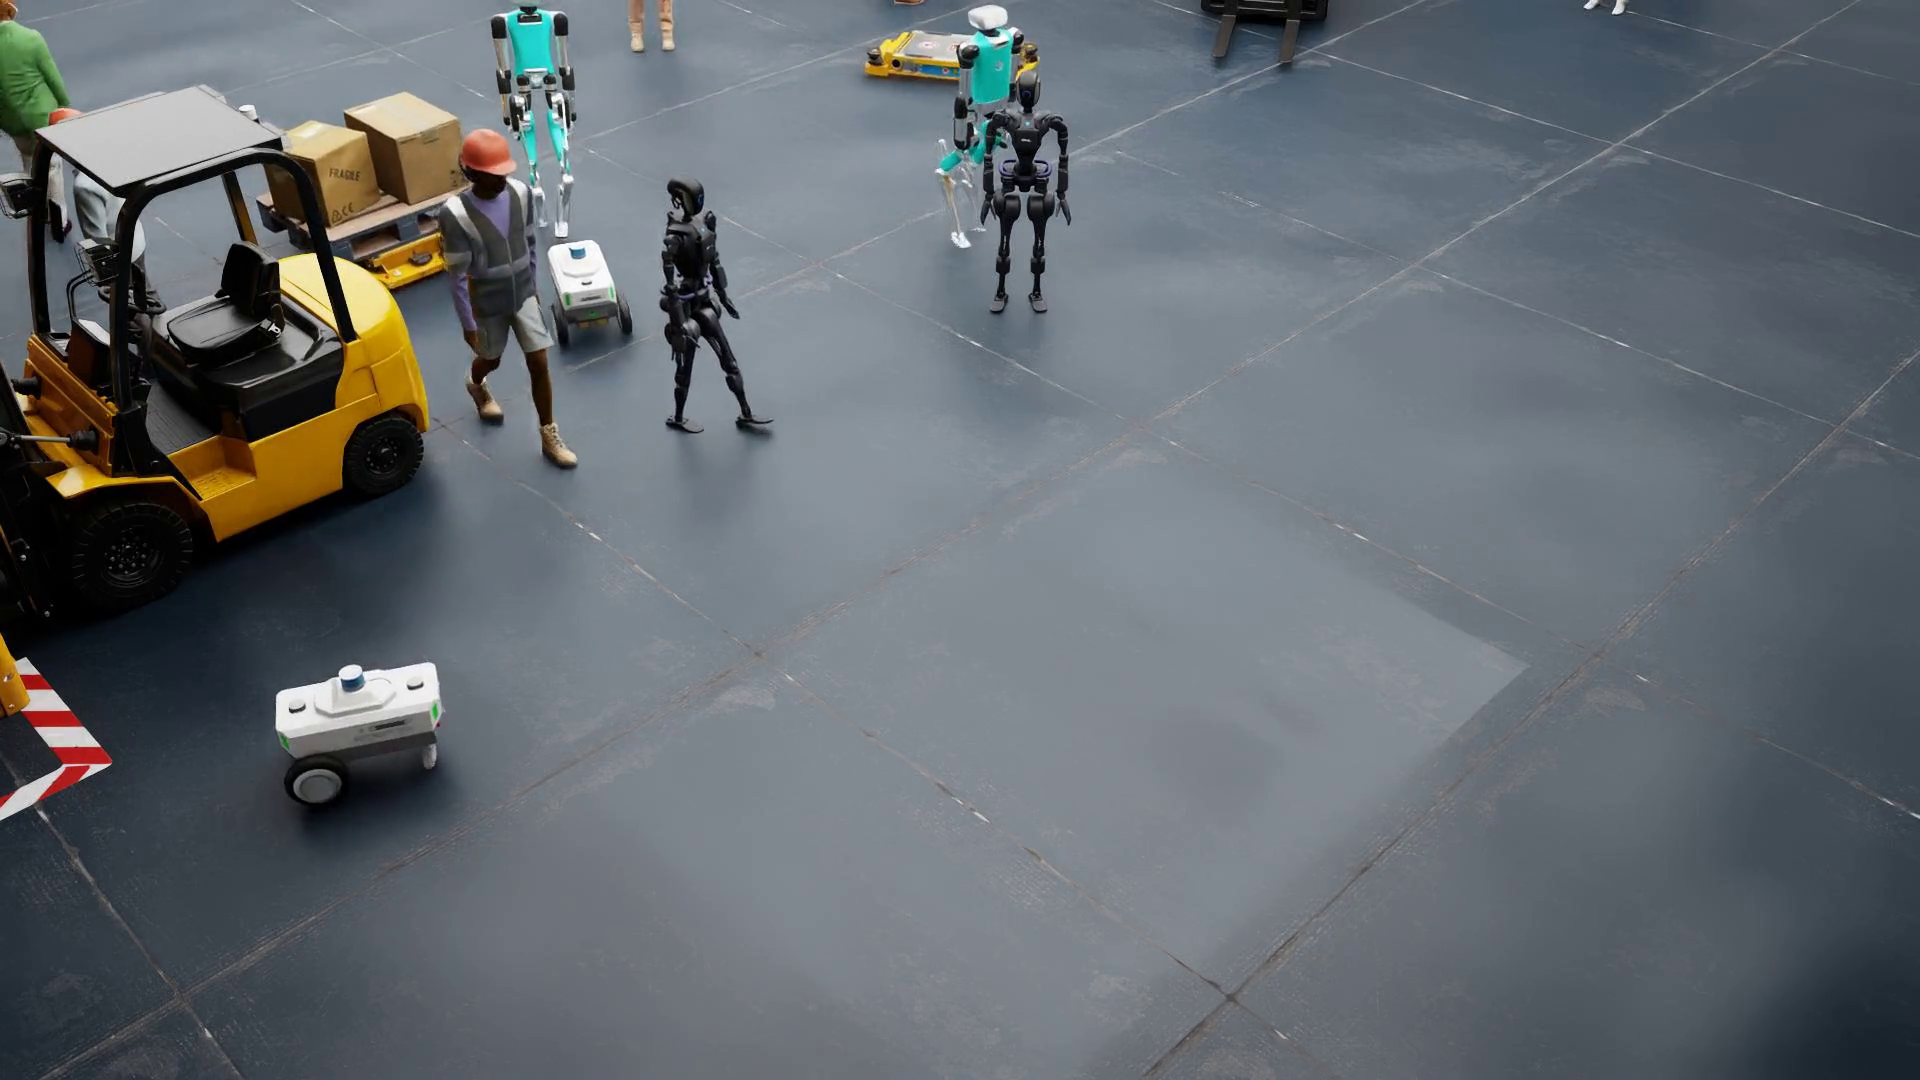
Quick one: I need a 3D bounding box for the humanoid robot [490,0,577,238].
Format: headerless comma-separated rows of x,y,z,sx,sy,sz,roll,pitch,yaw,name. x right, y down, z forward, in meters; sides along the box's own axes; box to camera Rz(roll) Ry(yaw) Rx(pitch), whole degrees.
-2.914,-2.900,11.674,0.559,1.772,0.857,-10,38,-13,humanoid robot

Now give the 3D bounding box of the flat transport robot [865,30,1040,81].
-0.064,-4.239,14.672,1.431,0.231,0.659,9,38,12,flat transport robot

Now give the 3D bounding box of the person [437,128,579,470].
-2.646,-1.416,9.454,0.615,2.003,0.976,-31,46,-34,person

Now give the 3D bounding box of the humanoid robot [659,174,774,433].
-1.478,-1.325,9.604,0.641,1.638,0.593,14,39,18,humanoid robot

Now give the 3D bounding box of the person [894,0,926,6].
-0.575,-6.066,15.728,0.371,1.934,0.627,-13,39,-16,person

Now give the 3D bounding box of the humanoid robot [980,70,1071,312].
0.432,-2.255,10.827,0.599,1.657,0.315,1,37,1,humanoid robot

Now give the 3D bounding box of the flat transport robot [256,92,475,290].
-4.197,-2.203,11.946,1.431,0.231,0.659,30,46,34,flat transport robot

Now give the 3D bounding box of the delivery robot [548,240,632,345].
-2.493,-1.683,11.004,0.499,0.587,0.769,-12,38,-16,delivery robot

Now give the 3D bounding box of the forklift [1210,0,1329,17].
3.106,-6.400,15.960,1.214,2.155,2.313,8,37,10,forklift

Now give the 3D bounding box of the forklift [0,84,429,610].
-4.145,-1.093,8.856,2.313,2.155,1.214,-31,47,-34,forklift

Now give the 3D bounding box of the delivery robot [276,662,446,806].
-2.757,0.823,7.641,0.747,0.576,0.514,-11,38,-14,delivery robot

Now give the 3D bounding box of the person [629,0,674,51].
-2.783,-5.266,14.787,0.547,1.771,0.484,-14,39,-18,person

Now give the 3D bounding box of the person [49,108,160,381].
-5.188,-1.803,10.183,0.351,1.739,0.572,-4,37,-5,person

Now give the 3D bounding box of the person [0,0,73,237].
-6.614,-3.066,11.852,0.550,1.757,0.673,-5,37,-7,person

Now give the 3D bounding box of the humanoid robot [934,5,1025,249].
0.063,-2.904,11.670,0.530,1.793,0.697,-26,44,-31,humanoid robot

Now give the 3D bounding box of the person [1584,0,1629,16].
6.221,-5.782,15.596,0.521,1.632,0.314,24,43,28,person
